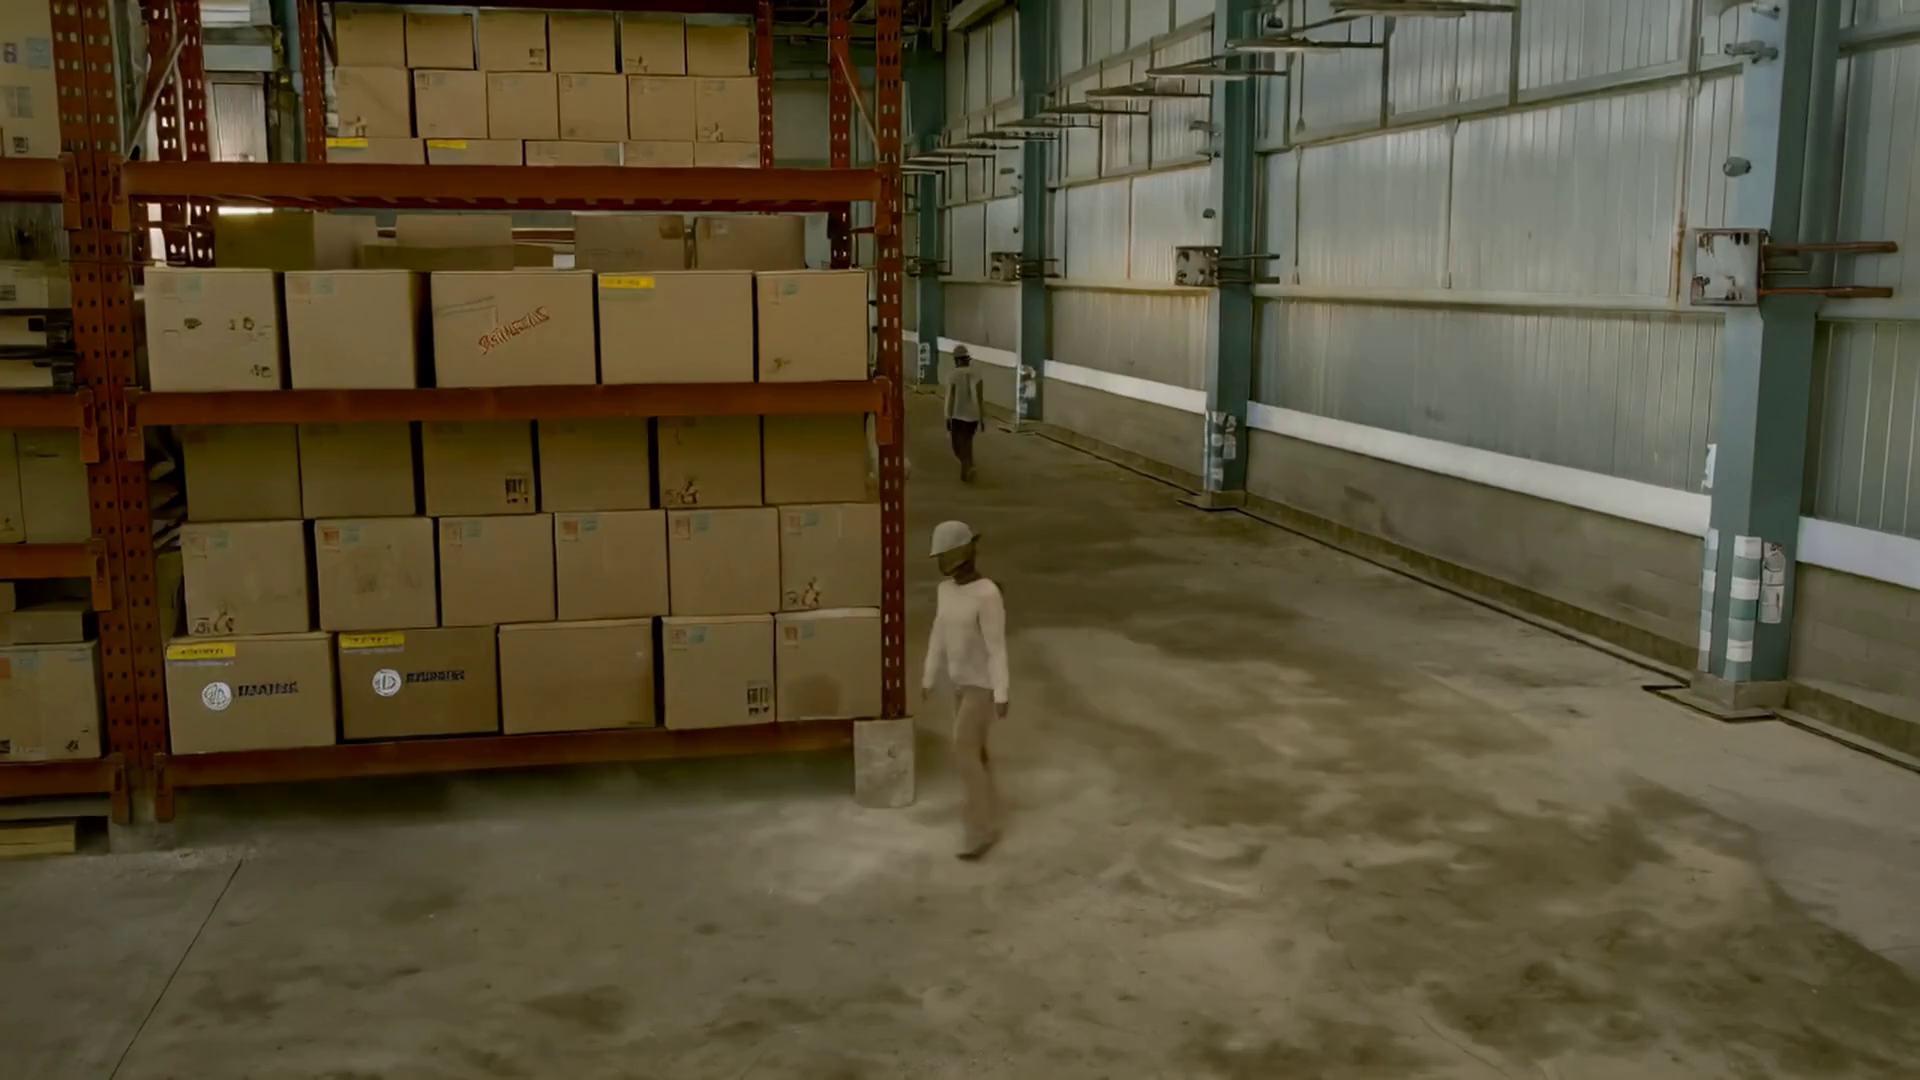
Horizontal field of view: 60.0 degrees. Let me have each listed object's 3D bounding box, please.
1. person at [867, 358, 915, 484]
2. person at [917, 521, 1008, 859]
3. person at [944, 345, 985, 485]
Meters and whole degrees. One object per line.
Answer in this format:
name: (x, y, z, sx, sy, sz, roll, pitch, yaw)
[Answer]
person: (-0.994, -1.667, 23.172, 0.631, 1.823, 0.634, 7, 12, 37)
person: (0.023, 0.766, 8.635, 0.516, 1.737, 0.545, -5, 11, -28)
person: (0.093, -1.698, 22.946, 0.619, 1.966, 0.736, -4, 10, -25)
